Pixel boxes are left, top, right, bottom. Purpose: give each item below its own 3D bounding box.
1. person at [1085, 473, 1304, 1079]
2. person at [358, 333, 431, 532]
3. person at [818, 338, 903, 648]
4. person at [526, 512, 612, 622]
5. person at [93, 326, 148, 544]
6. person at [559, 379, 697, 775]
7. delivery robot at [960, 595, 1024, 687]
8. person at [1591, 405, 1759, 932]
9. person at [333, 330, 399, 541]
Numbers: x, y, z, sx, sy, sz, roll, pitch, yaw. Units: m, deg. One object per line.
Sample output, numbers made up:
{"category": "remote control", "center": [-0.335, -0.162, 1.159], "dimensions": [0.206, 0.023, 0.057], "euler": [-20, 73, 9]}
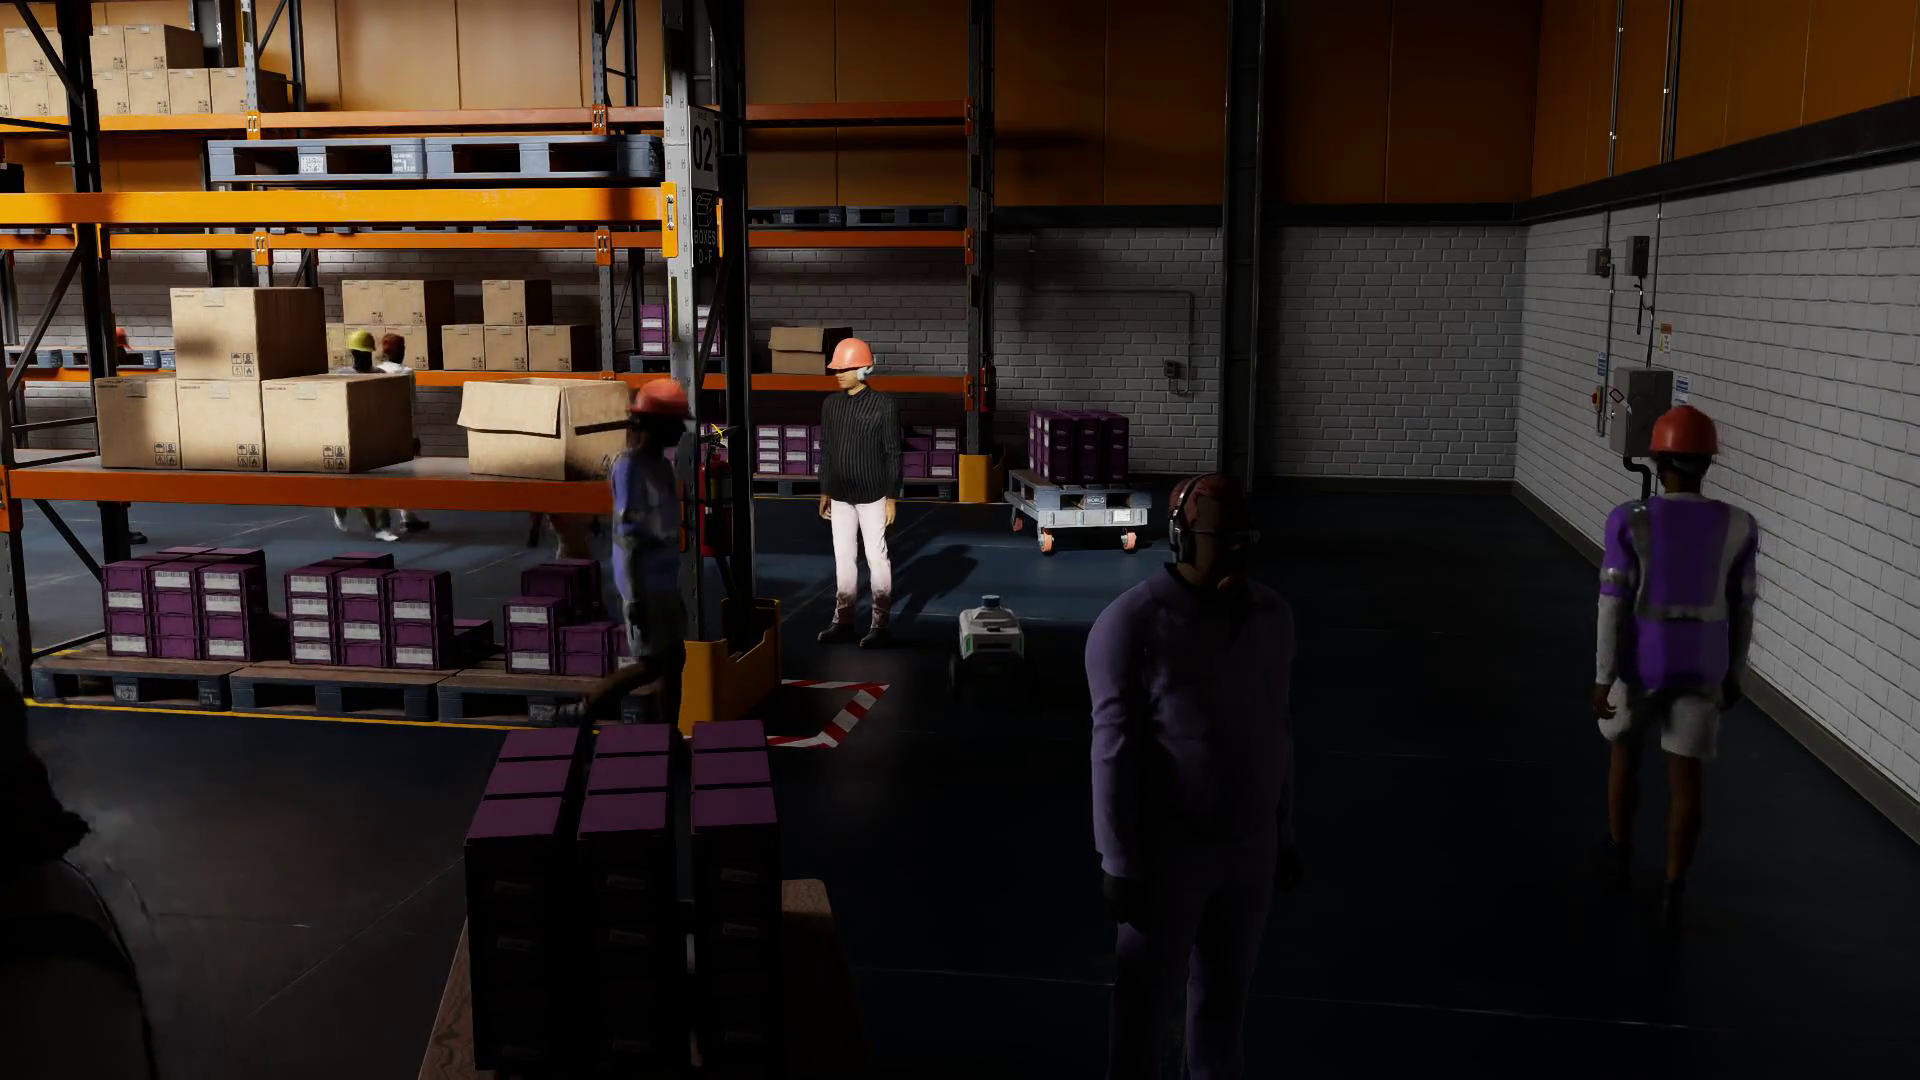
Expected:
{"category": "person", "center": [0.632, 0.777, 4.277], "dimensions": [0.638, 1.910, 0.407], "euler": [-6, 11, -31]}
{"category": "person", "center": [-5.243, -0.966, 15.234], "dimensions": [0.613, 1.857, 0.704], "euler": [5, 11, 30]}
{"category": "person", "center": [-0.661, -0.299, 10.687], "dimensions": [0.617, 1.990, 0.393], "euler": [6, 11, 32]}
{"category": "person", "center": [-2.545, -0.097, 10.601], "dimensions": [0.827, 1.598, 0.543], "euler": [2, 9, 14]}
{"category": "person", "center": [-7.479, -0.925, 14.742], "dimensions": [0.356, 1.938, 0.544], "euler": [-6, 11, -31]}
{"category": "person", "center": [-1.538, 0.191, 7.893], "dimensions": [0.649, 1.915, 0.566], "euler": [2, 9, 13]}
{"category": "delivery robot", "center": [0.176, 0.559, 9.523], "dimensions": [0.477, 0.478, 0.707], "euler": [0, 9, -2]}
{"category": "person", "center": [2.661, 0.448, 6.290], "dimensions": [0.572, 1.908, 0.825], "euler": [2, 9, 10]}
{"category": "person", "center": [-5.400, -0.945, 14.990], "dimensions": [0.796, 1.902, 0.596], "euler": [8, 12, 40]}
